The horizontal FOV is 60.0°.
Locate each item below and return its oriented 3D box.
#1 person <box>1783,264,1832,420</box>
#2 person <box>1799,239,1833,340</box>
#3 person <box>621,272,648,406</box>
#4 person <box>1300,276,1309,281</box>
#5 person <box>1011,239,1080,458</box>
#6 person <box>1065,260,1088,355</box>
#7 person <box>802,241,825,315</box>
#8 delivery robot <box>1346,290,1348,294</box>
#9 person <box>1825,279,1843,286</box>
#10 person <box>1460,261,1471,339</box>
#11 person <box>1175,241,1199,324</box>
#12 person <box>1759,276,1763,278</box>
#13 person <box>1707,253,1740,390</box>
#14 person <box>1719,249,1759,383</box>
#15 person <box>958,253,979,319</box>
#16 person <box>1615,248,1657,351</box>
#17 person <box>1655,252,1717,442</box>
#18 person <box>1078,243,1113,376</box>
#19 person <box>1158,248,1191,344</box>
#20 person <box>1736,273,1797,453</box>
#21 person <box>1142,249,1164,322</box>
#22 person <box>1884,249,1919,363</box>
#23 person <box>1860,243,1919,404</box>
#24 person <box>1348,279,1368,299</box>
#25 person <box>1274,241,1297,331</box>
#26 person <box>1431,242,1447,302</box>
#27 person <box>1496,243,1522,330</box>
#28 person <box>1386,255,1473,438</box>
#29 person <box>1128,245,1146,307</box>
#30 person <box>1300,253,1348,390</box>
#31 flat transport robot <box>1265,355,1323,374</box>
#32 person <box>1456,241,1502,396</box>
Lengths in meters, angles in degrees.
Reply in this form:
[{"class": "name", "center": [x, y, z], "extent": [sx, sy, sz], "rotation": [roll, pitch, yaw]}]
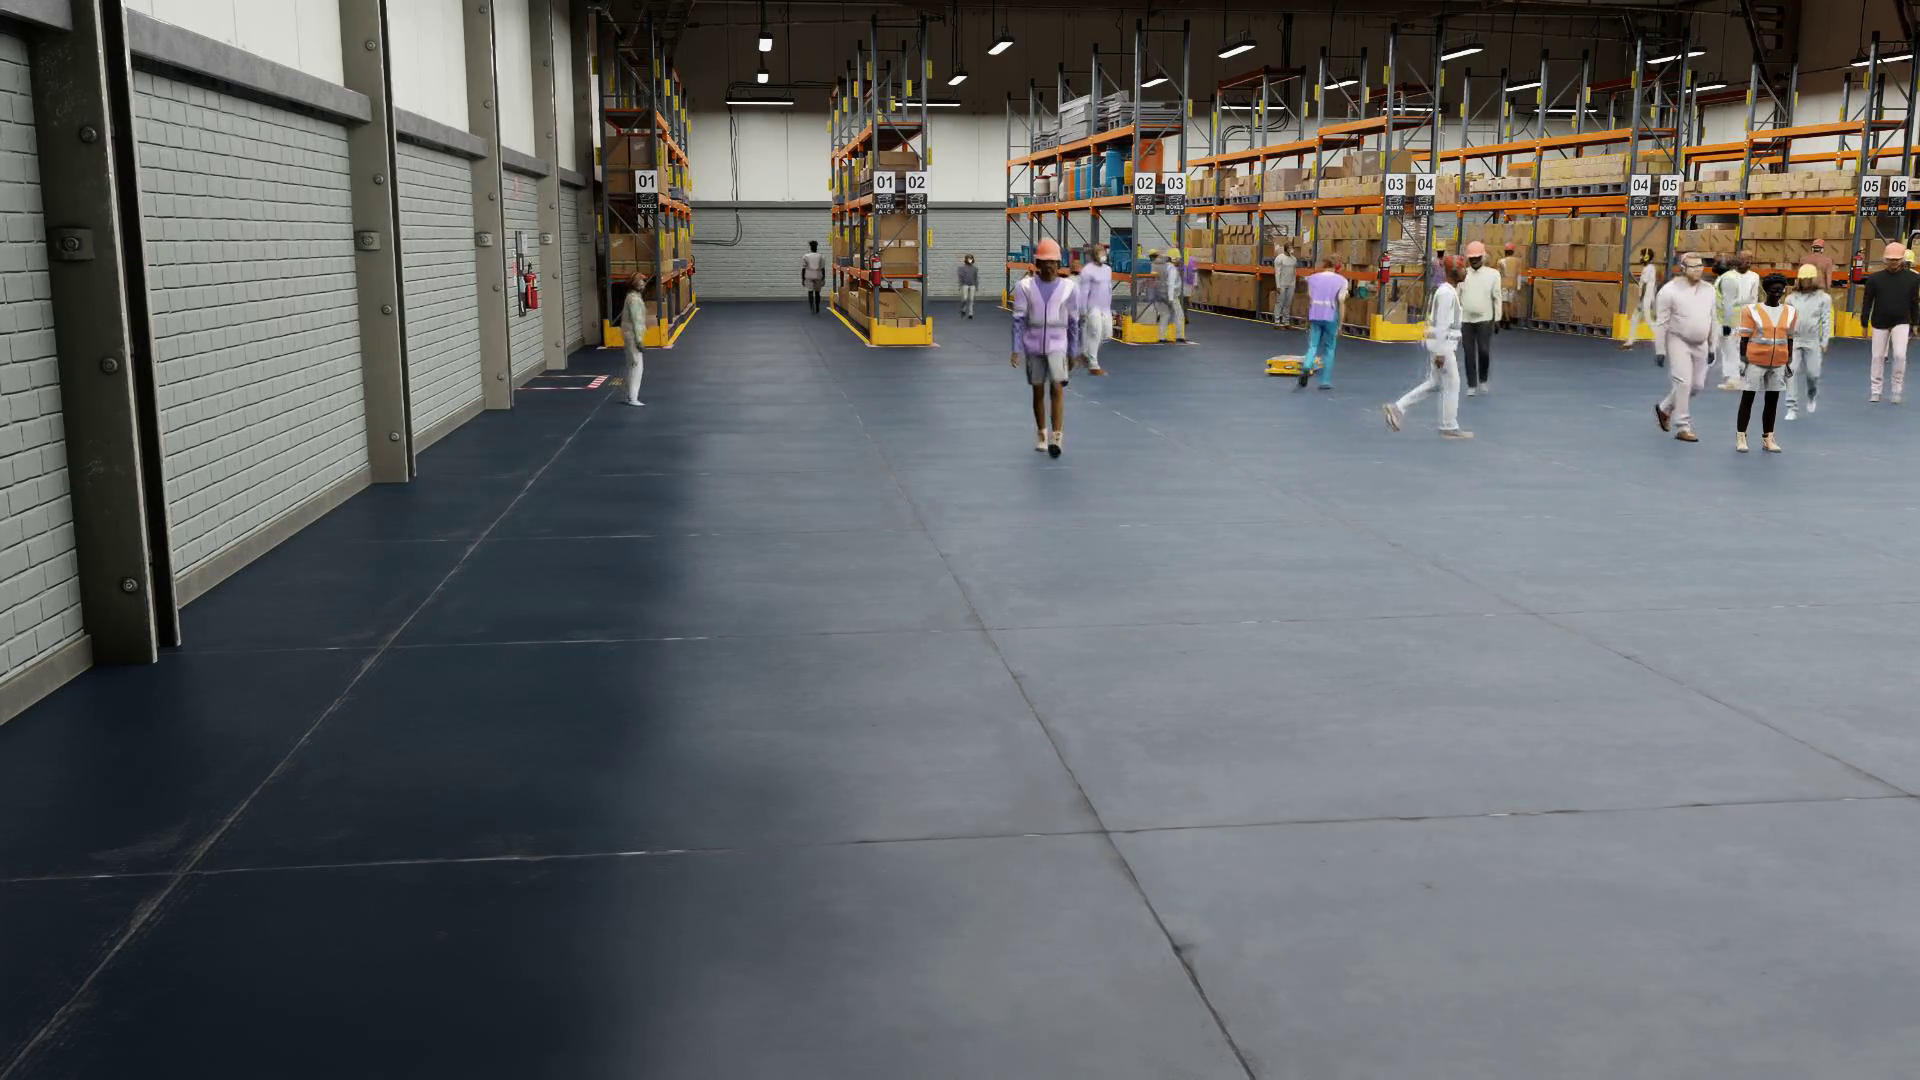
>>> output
[{"class": "person", "center": [9.398, -2.201, 18.495], "extent": [0.493, 1.731, 0.518], "rotation": [7, 12, 34]}, {"class": "person", "center": [16.811, -4.922, 32.731], "extent": [0.614, 1.988, 0.401], "rotation": [7, 13, 34]}, {"class": "person", "center": [-3.921, -2.421, 20.060], "extent": [0.321, 1.606, 0.713], "rotation": [-3, 11, -14]}, {"class": "person", "center": [9.555, -7.102, 45.754], "extent": [0.542, 1.589, 0.878], "rotation": [-7, 13, -34]}, {"class": "person", "center": [0.789, -1.764, 15.395], "extent": [0.618, 1.989, 1.041], "rotation": [1, 10, 6]}, {"class": "person", "center": [2.004, -3.966, 28.454], "extent": [0.500, 1.633, 0.285], "rotation": [-3, 11, -17]}, {"class": "person", "center": [-3.813, -6.840, 43.406], "extent": [0.614, 1.942, 0.864], "rotation": [-2, 10, -8]}, {"class": "delivery robot", "center": [11.901, -7.364, 49.781], "extent": [0.707, 0.478, 0.477], "rotation": [8, 13, 38]}, {"class": "person", "center": [20.660, -6.117, 39.464], "extent": [0.592, 1.917, 0.378], "rotation": [-1, 10, -6]}, {"class": "person", "center": [9.914, -4.674, 32.473], "extent": [0.517, 1.585, 0.884], "rotation": [6, 12, 30]}, {"class": "person", "center": [5.269, -5.987, 38.743], "extent": [0.563, 1.912, 0.572], "rotation": [-4, 11, -19]}, {"class": "person", "center": [19.205, -6.080, 39.339], "extent": [0.680, 1.880, 0.754], "rotation": [-1, 10, -7]}, {"class": "person", "center": [10.005, -2.890, 22.094], "extent": [0.903, 1.800, 0.658], "rotation": [5, 11, 24]}, {"class": "person", "center": [10.725, -3.090, 23.044], "extent": [0.582, 1.863, 0.540], "rotation": [-1, 10, -3]}, {"class": "person", "center": [0.220, -6.283, 41.182], "extent": [0.528, 1.619, 0.344], "rotation": [-4, 11, -21]}, {"class": "person", "center": [12.266, -4.286, 29.666], "extent": [0.918, 1.836, 0.530], "rotation": [5, 12, 28]}, {"class": "person", "center": [7.269, -1.952, 16.729], "extent": [0.653, 1.881, 0.737], "rotation": [-3, 11, -14]}, {"class": "person", "center": [1.959, -3.358, 24.312], "extent": [0.526, 1.928, 0.639], "rotation": [10, 14, 42]}, {"class": "person", "center": [4.086, -4.597, 31.420], "extent": [0.737, 1.801, 0.596], "rotation": [-2, 11, -12]}, {"class": "person", "center": [7.594, -1.665, 15.674], "extent": [0.531, 1.693, 0.320], "rotation": [0, 10, 3]}, {"class": "person", "center": [4.485, -5.898, 38.719], "extent": [0.598, 1.745, 0.409], "rotation": [-5, 11, -25]}, {"class": "person", "center": [15.118, -3.750, 26.753], "extent": [0.587, 1.823, 0.403], "rotation": [-1, 10, -3]}, {"class": "person", "center": [11.300, -2.624, 20.234], "extent": [0.631, 1.951, 0.732], "rotation": [5, 12, 27]}, {"class": "person", "center": [9.362, -5.954, 39.055], "extent": [0.531, 1.740, 0.736], "rotation": [-1, 10, -6]}, {"class": "person", "center": [7.064, -5.503, 36.071], "extent": [0.628, 1.933, 0.358], "rotation": [-7, 13, -35]}, {"class": "person", "center": [10.701, -5.679, 37.076], "extent": [0.629, 1.909, 0.477], "rotation": [1, 10, 7]}, {"class": "person", "center": [12.027, -5.588, 36.648], "extent": [0.565, 1.882, 0.975], "rotation": [-1, 10, -4]}, {"class": "person", "center": [4.787, -1.951, 16.815], "extent": [0.801, 1.859, 0.583], "rotation": [3, 11, 16]}, {"class": "person", "center": [4.836, -7.155, 45.438], "extent": [0.549, 1.820, 0.985], "rotation": [3, 11, 14]}, {"class": "person", "center": [4.774, -2.872, 21.940], "extent": [0.606, 1.813, 0.645], "rotation": [7, 13, 34]}, {"class": "flat transport robot", "center": [4.988, -2.618, 24.800], "extent": [0.652, 0.197, 1.431], "rotation": [4, 11, 19]}, {"class": "person", "center": [6.561, -2.813, 21.191], "extent": [0.619, 1.969, 0.434], "rotation": [5, 11, 24]}]
